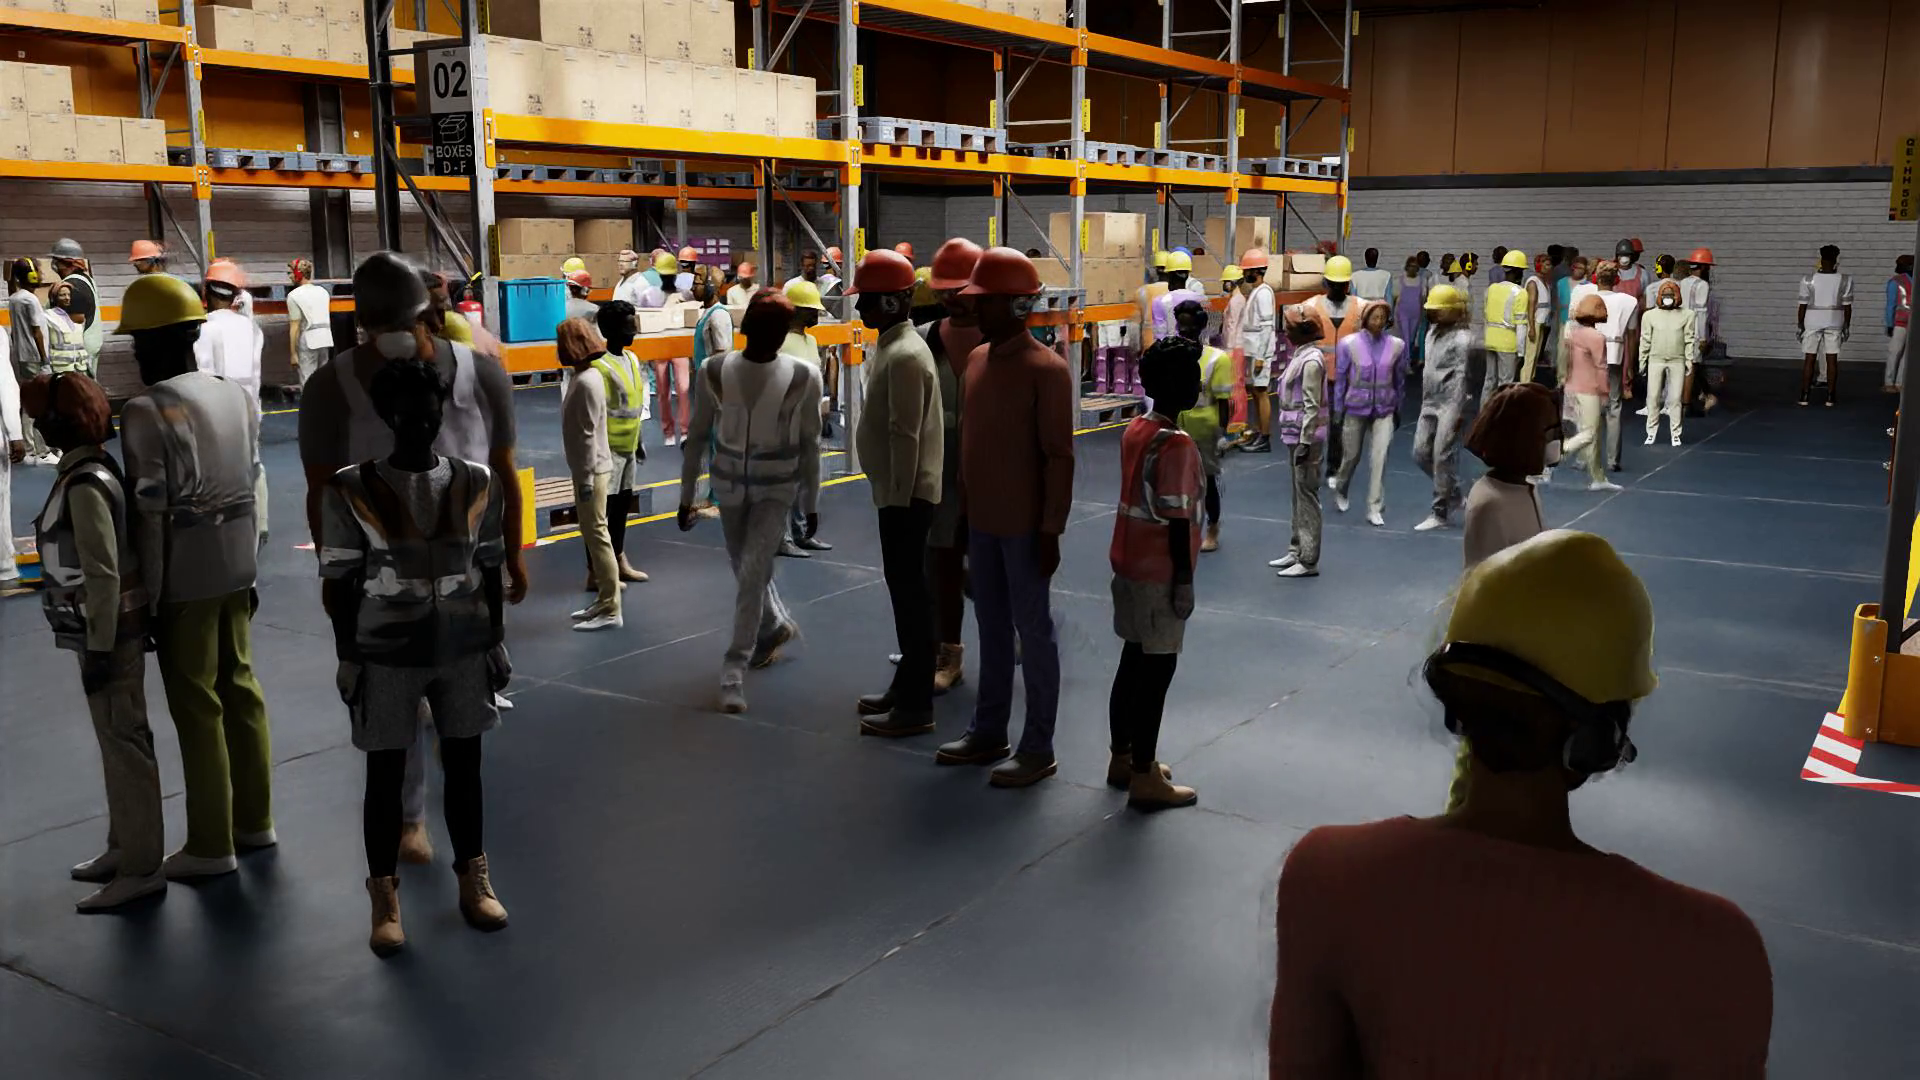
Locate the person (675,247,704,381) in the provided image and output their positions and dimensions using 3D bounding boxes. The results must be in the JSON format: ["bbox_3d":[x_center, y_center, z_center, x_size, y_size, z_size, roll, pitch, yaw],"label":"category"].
[{"bbox_3d":[-3.351,-2.647,20.582,0.552,1.935,0.365,2,10,12],"label":"person"}]

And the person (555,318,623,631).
[{"bbox_3d":[-1.942,-0.344,8.702,0.289,1.623,0.500,-3,11,-18],"label":"person"}]

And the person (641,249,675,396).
[{"bbox_3d":[-3.892,-2.828,21.670,0.639,1.910,0.407,0,10,-2],"label":"person"}]

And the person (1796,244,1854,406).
[{"bbox_3d":[10.585,-2.625,20.384,0.607,1.966,0.367,5,11,25],"label":"person"}]

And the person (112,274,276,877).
[{"bbox_3d":[-2.462,0.119,5.324,0.392,1.918,0.582,2,10,11],"label":"person"}]

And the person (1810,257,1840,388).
[{"bbox_3d":[11.870,-2.990,22.814,0.403,1.824,0.591,4,11,23],"label":"person"}]

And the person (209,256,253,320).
[{"bbox_3d":[-7.003,-1.787,16.002,0.626,1.865,0.420,5,11,24],"label":"person"}]

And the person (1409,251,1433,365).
[{"bbox_3d":[7.477,-3.760,27.006,0.346,1.846,0.506,-7,12,-34],"label":"person"}]

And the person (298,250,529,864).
[{"bbox_3d":[-1.828,0.008,5.585,0.699,2.000,0.788,-5,11,-25],"label":"person"}]

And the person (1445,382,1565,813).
[{"bbox_3d":[1.543,0.365,4.737,0.268,1.632,0.509,5,12,28],"label":"person"}]

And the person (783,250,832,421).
[{"bbox_3d":[-1.692,-2.276,18.617,0.606,1.910,0.393,-4,11,-23],"label":"person"}]

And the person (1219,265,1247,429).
[{"bbox_3d":[2.902,-2.032,17.680,0.340,1.757,0.518,3,11,14],"label":"person"}]

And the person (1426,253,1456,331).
[{"bbox_3d":[6.837,-3.115,23.455,0.505,1.839,0.343,2,10,9],"label":"person"}]

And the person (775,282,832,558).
[{"bbox_3d":[-1.021,-0.768,10.679,0.339,1.761,0.524,4,11,21],"label":"person"}]

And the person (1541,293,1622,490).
[{"bbox_3d":[5.008,-1.173,13.336,0.719,1.603,0.516,0,10,-1],"label":"person"}]

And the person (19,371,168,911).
[{"bbox_3d":[-2.626,0.302,5.080,0.314,1.636,0.515,-5,11,-26],"label":"person"}]

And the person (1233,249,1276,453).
[{"bbox_3d":[2.818,-1.795,15.871,0.376,1.934,0.547,0,10,3],"label":"person"}]

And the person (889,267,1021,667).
[{"bbox_3d":[0.024,-0.308,7.720,0.692,1.897,0.611,2,10,10],"label":"person"}]

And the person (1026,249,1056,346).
[{"bbox_3d":[0.873,-2.574,20.232,0.594,1.917,0.373,-3,11,-16],"label":"person"}]

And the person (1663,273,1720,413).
[{"bbox_3d":[8.721,-2.344,19.668,0.542,1.673,0.801,-6,12,-30],"label":"person"}]

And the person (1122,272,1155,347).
[{"bbox_3d":[2.370,-3.018,22.914,0.626,1.840,0.430,-5,11,-27],"label":"person"}]

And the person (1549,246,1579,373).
[{"bbox_3d":[9.251,-3.472,25.185,0.581,1.921,0.648,2,10,11],"label":"person"}]

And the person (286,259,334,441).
[{"bbox_3d":[-6.551,-1.916,16.825,0.384,1.836,0.569,3,11,17],"label":"person"}]

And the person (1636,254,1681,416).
[{"bbox_3d":[8.101,-2.355,19.191,0.510,1.860,0.333,-2,10,-9],"label":"person"}]

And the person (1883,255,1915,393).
[{"bbox_3d":[12.549,-2.841,21.957,0.626,1.838,0.429,1,10,7],"label":"person"}]

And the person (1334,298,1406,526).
[{"bbox_3d":[2.939,-0.939,12.001,0.523,1.611,0.668,0,10,0],"label":"person"}]

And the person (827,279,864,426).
[{"bbox_3d":[-1.160,-2.185,18.120,0.598,1.908,0.410,-5,11,-27],"label":"person"}]

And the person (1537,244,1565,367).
[{"bbox_3d":[9.469,-3.764,26.717,0.368,1.957,0.605,3,11,15],"label":"person"}]

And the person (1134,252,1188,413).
[{"bbox_3d":[2.087,-1.984,17.021,0.593,1.894,0.840,3,11,15],"label":"person"}]

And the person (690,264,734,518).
[{"bbox_3d":[-1.811,-1.082,12.172,0.346,1.846,0.505,-3,11,-15],"label":"person"}]

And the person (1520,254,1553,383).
[{"bbox_3d":[7.375,-2.741,21.357,0.373,1.843,0.572,6,12,30],"label":"person"}]

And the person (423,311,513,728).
[{"bbox_3d":[-2.123,-0.084,6.959,0.354,1.735,0.482,8,13,38],"label":"person"}]

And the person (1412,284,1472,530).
[{"bbox_3d":[3.379,-0.918,11.597,0.412,1.731,0.494,-3,11,-18],"label":"person"}]

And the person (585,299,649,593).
[{"bbox_3d":[-2.000,-0.540,9.609,0.323,1.690,0.535,2,10,12],"label":"person"}]

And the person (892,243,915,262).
[{"bbox_3d":[-0.790,-2.987,22.334,0.393,1.986,0.610,3,11,16],"label":"person"}]
